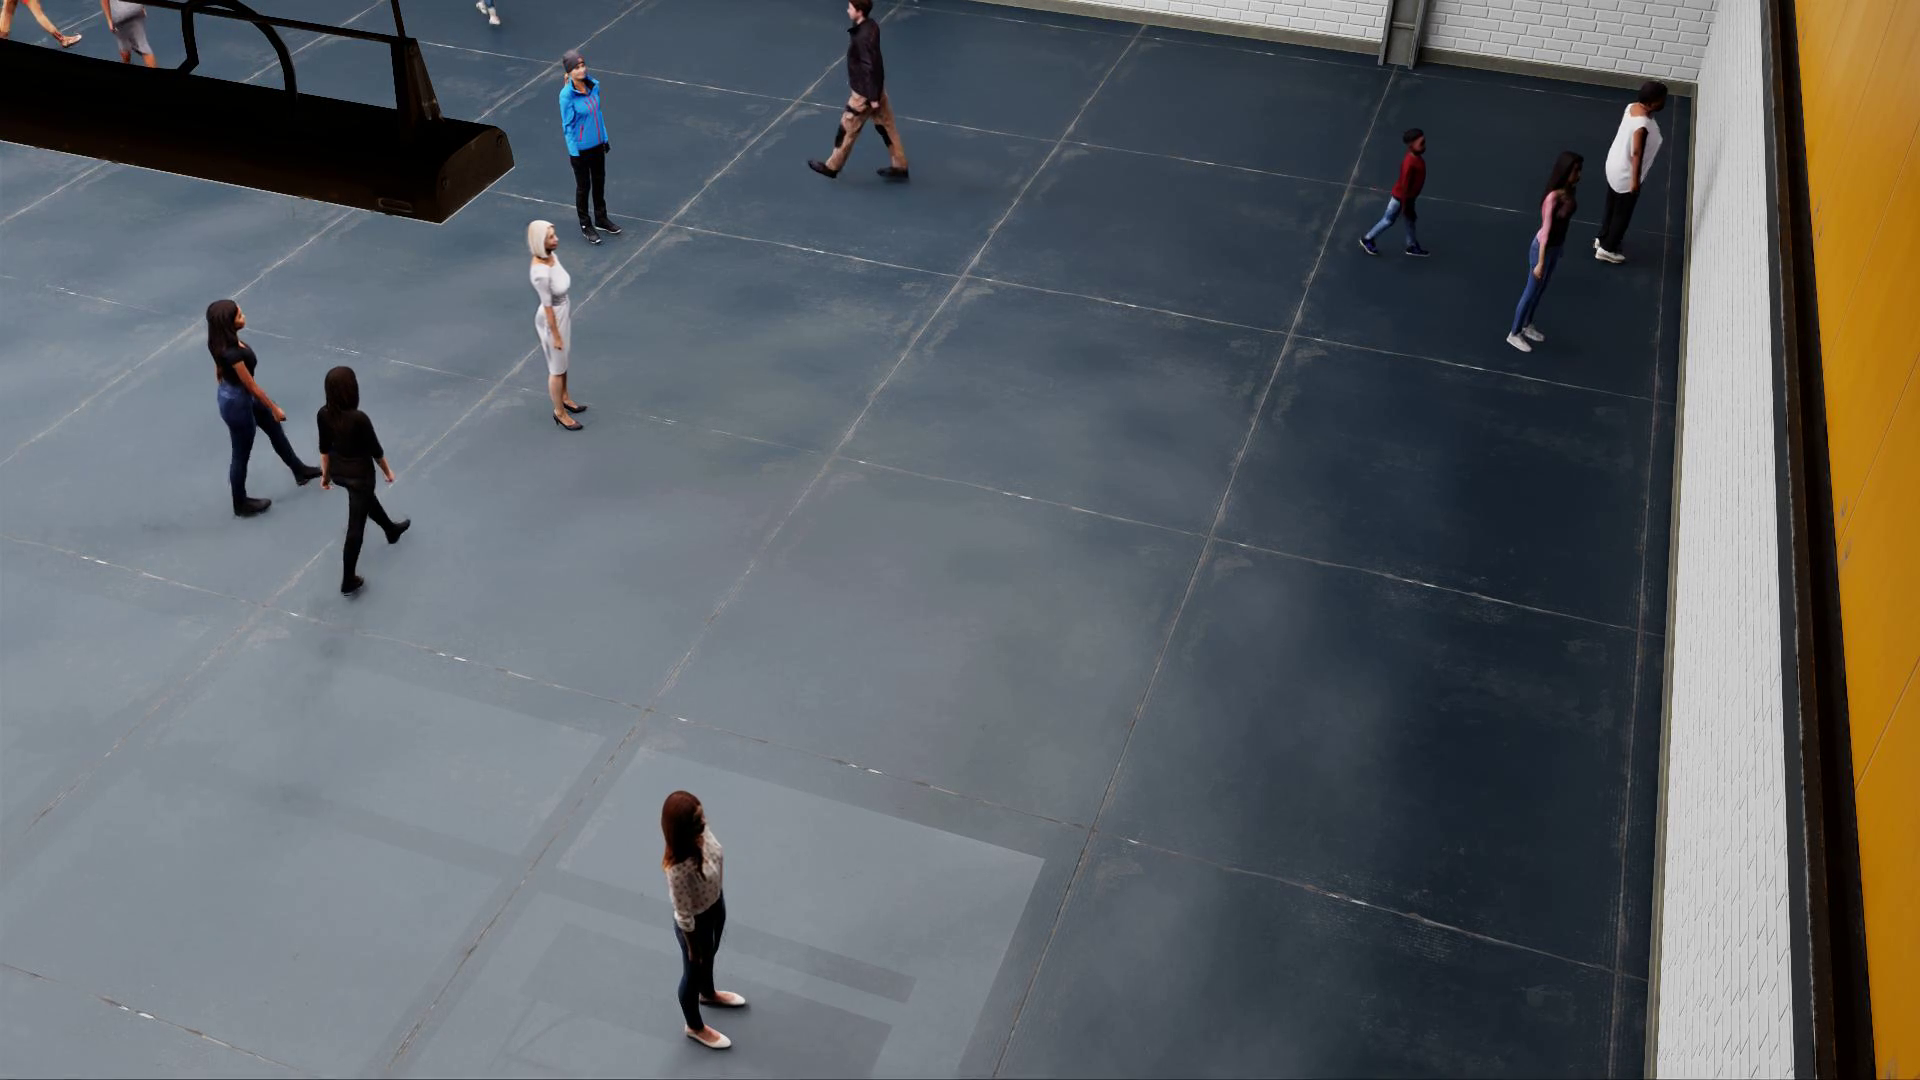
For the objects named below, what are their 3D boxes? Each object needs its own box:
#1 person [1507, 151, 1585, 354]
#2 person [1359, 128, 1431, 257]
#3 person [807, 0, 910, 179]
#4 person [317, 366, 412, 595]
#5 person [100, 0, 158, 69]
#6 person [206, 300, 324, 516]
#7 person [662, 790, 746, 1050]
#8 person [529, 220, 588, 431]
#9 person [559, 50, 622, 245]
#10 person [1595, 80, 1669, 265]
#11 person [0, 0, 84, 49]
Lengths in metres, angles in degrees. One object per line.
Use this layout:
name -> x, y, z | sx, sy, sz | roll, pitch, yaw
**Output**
person -> 4.857, -2.406, 13.751 | 0.616, 1.742, 0.644 | 30, 47, 32
person -> 3.964, -3.144, 15.073 | 0.877, 1.247, 0.555 | 17, 42, 20
person -> -0.800, -4.313, 16.039 | 1.285, 1.867, 0.882 | 5, 39, 6
person -> -4.162, -0.372, 11.322 | 1.024, 1.595, 0.666 | 12, 40, 14
person -> -8.798, -5.517, 17.644 | 0.935, 1.746, 1.147 | -30, 47, -32
person -> -5.231, -0.900, 11.895 | 1.010, 1.705, 1.012 | -22, 43, -25
person -> -1.322, 1.883, 8.392 | 0.537, 1.728, 0.607 | 7, 39, 9
person -> -3.124, -1.669, 12.823 | 0.624, 1.750, 0.630 | -2, 39, -2
person -> -3.415, -3.603, 15.205 | 0.614, 1.798, 0.671 | 25, 45, 28
person -> 6.050, -3.341, 14.966 | 0.695, 1.686, 0.720 | -2, 39, -2
person -> -10.707, -6.244, 18.621 | 1.196, 1.662, 1.047 | -11, 40, -14
